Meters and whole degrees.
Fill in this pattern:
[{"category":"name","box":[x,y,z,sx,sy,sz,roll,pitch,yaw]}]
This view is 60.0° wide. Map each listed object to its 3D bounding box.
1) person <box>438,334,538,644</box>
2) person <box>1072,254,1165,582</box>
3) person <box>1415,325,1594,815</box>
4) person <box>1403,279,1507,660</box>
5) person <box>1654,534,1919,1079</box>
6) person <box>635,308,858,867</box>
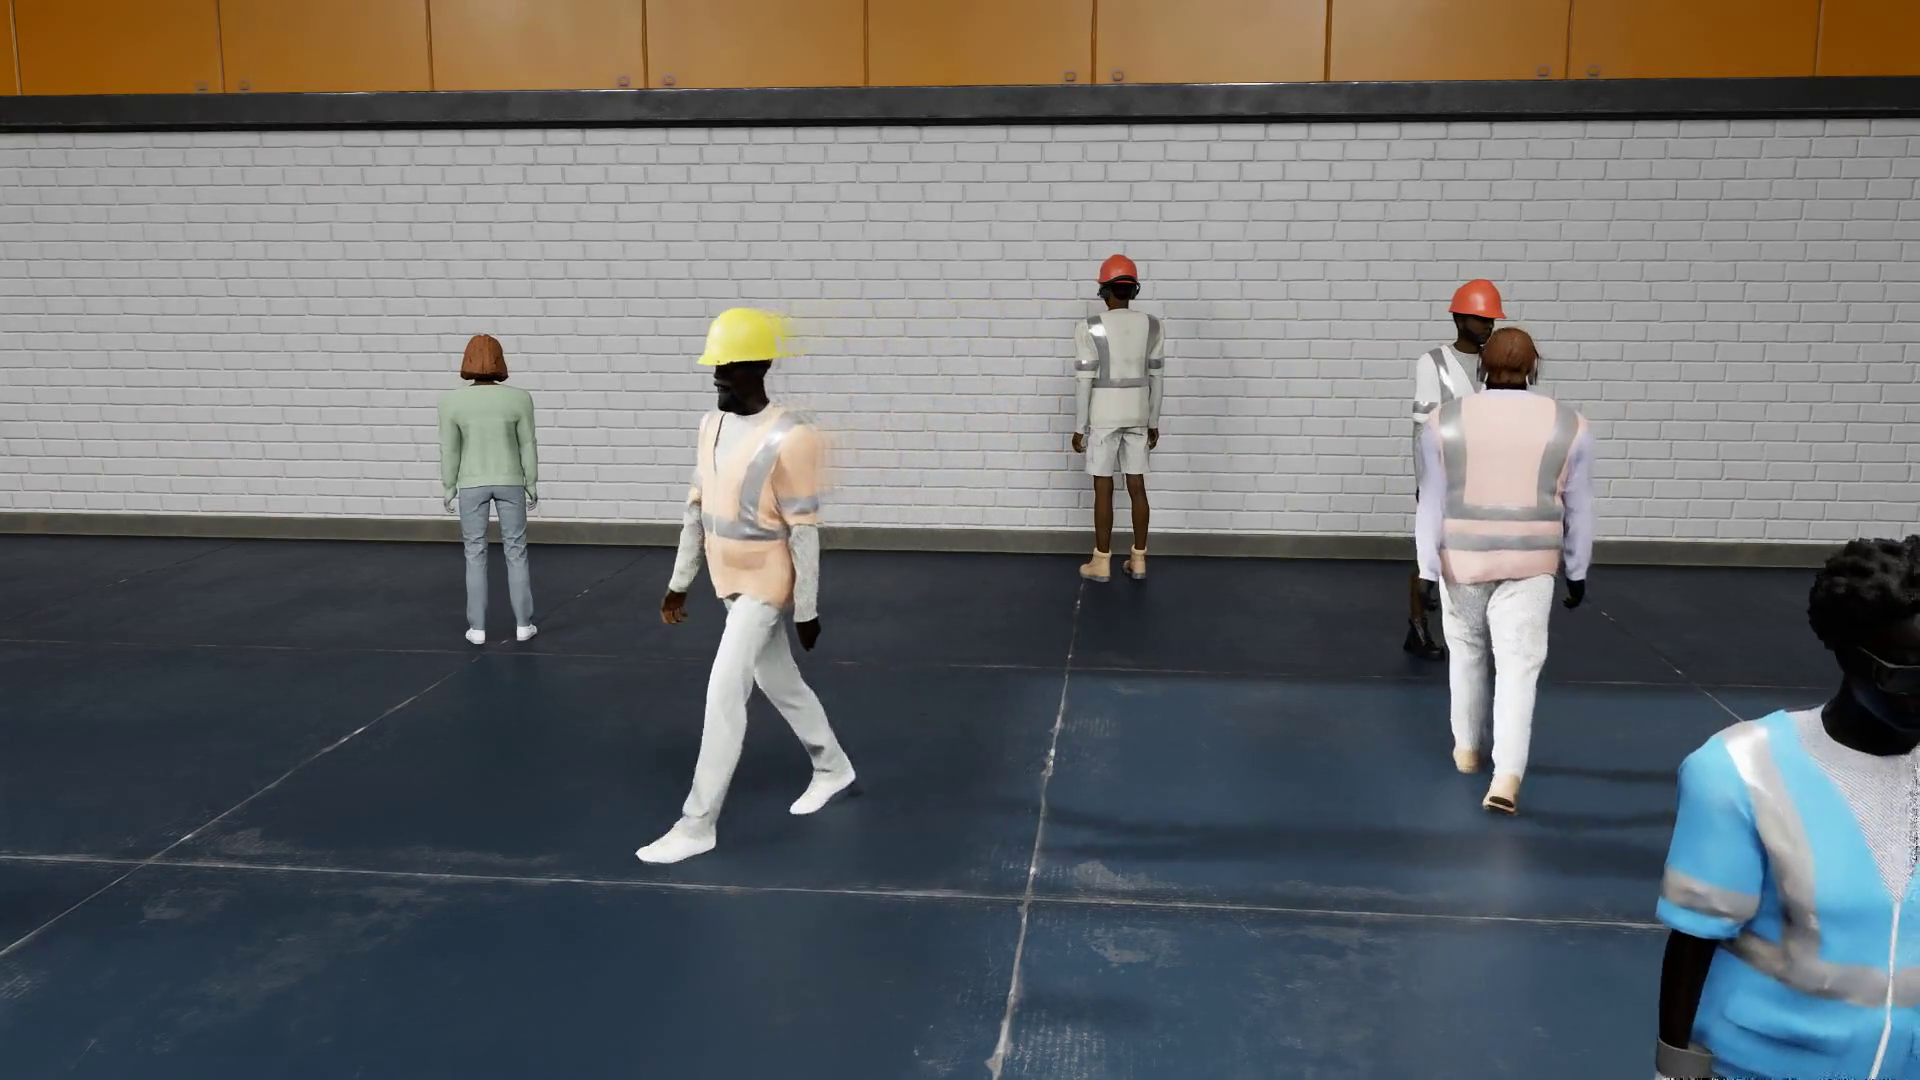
[{"category":"person","box":[-2.479,-0.264,8.789,0.498,1.633,0.282,-3,10,-16]},{"category":"person","box":[0.978,-0.755,10.431,0.608,2.044,0.371,-4,11,-20]},{"category":"person","box":[2.045,0.094,6.277,0.639,1.802,0.949,3,10,16]},{"category":"person","box":[2.537,-0.340,8.391,0.544,1.930,0.390,-3,10,-16]},{"category":"person","box":[1.322,0.807,2.534,0.550,1.680,0.359,0,10,2]},{"category":"person","box":[-0.717,0.130,5.829,0.980,1.886,0.586,-7,12,-36]}]
